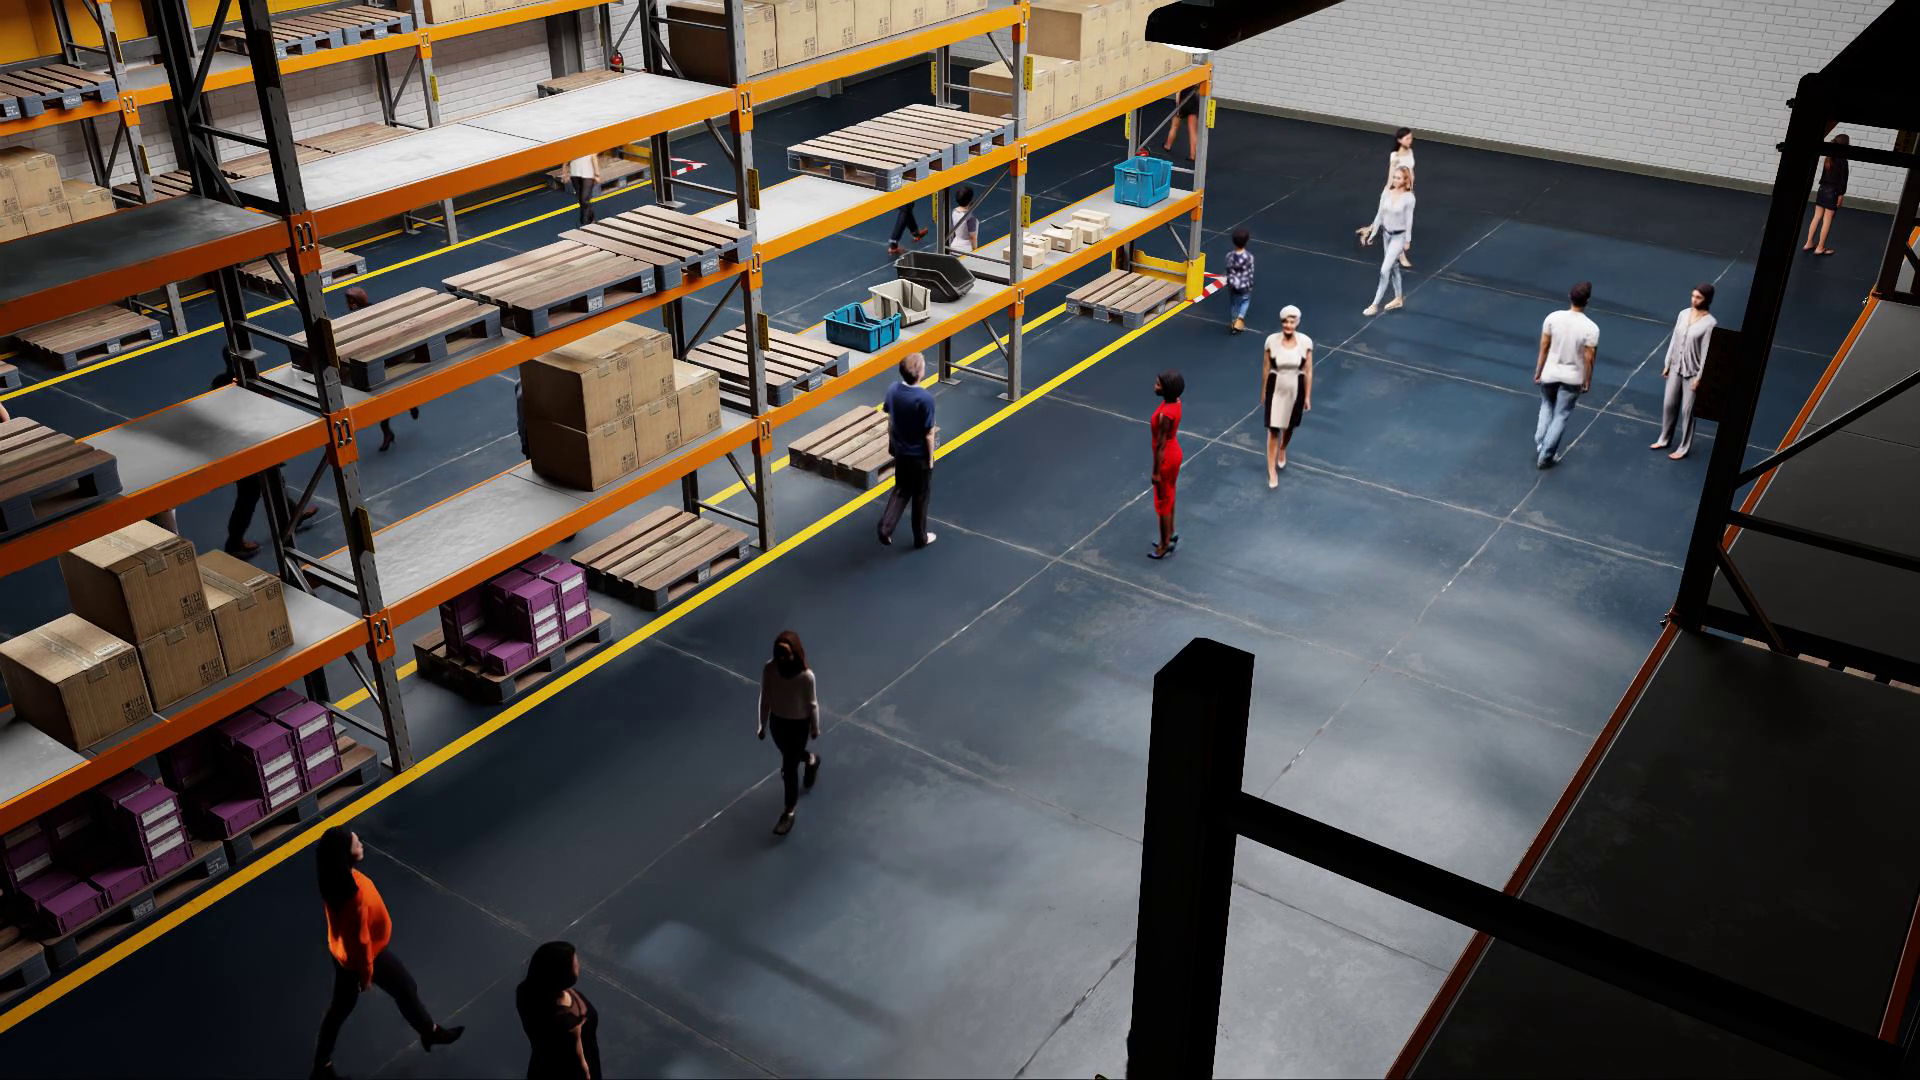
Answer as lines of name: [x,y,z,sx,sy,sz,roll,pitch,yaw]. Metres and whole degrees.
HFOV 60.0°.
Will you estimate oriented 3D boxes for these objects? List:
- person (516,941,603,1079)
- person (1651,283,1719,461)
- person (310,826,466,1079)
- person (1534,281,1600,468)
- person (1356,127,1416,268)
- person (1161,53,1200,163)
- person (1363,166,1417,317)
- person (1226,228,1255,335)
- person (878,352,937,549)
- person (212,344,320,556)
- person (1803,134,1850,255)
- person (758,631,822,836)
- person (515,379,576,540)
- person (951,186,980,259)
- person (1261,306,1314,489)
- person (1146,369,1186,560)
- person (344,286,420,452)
person: [-1.971,2.694,8.264,0.683,1.715,0.720,-23,36,-35]
person: [7.087,-1.656,16.181,0.664,1.770,0.663,-15,32,-25]
person: [-3.330,2.296,8.999,1.152,1.709,0.787,-22,36,-35]
person: [5.729,-1.546,15.906,0.697,1.840,0.761,21,35,34]
person: [5.522,-4.399,21.232,1.092,1.748,0.811,-24,37,-37]
person: [3.485,-6.565,25.318,1.069,1.638,1.017,-10,30,-17]
person: [5.185,-3.556,19.667,1.062,1.767,0.833,-17,33,-28]
person: [3.201,-2.962,19.123,0.520,1.244,0.508,15,32,25]
person: [-0.468,-0.720,14.375,0.673,1.855,0.859,17,33,29]
person: [-6.229,-0.758,14.428,0.733,1.872,1.231,18,33,30]
person: [11.318,-4.514,21.644,0.689,1.556,0.638,-9,30,-16]
person: [-1.126,1.213,11.249,0.681,1.455,1.031,11,31,20]
person: [-3.651,-0.871,14.700,0.758,1.810,0.728,5,29,9]
person: [0.053,-3.419,19.625,0.603,1.566,0.618,-21,35,-34]
person: [3.099,-1.394,15.765,0.939,1.707,1.174,4,29,7]
person: [1.785,-0.651,14.369,0.686,1.740,0.564,6,29,11]
person: [-5.697,-1.716,16.375,0.716,1.689,0.870,10,30,18]
